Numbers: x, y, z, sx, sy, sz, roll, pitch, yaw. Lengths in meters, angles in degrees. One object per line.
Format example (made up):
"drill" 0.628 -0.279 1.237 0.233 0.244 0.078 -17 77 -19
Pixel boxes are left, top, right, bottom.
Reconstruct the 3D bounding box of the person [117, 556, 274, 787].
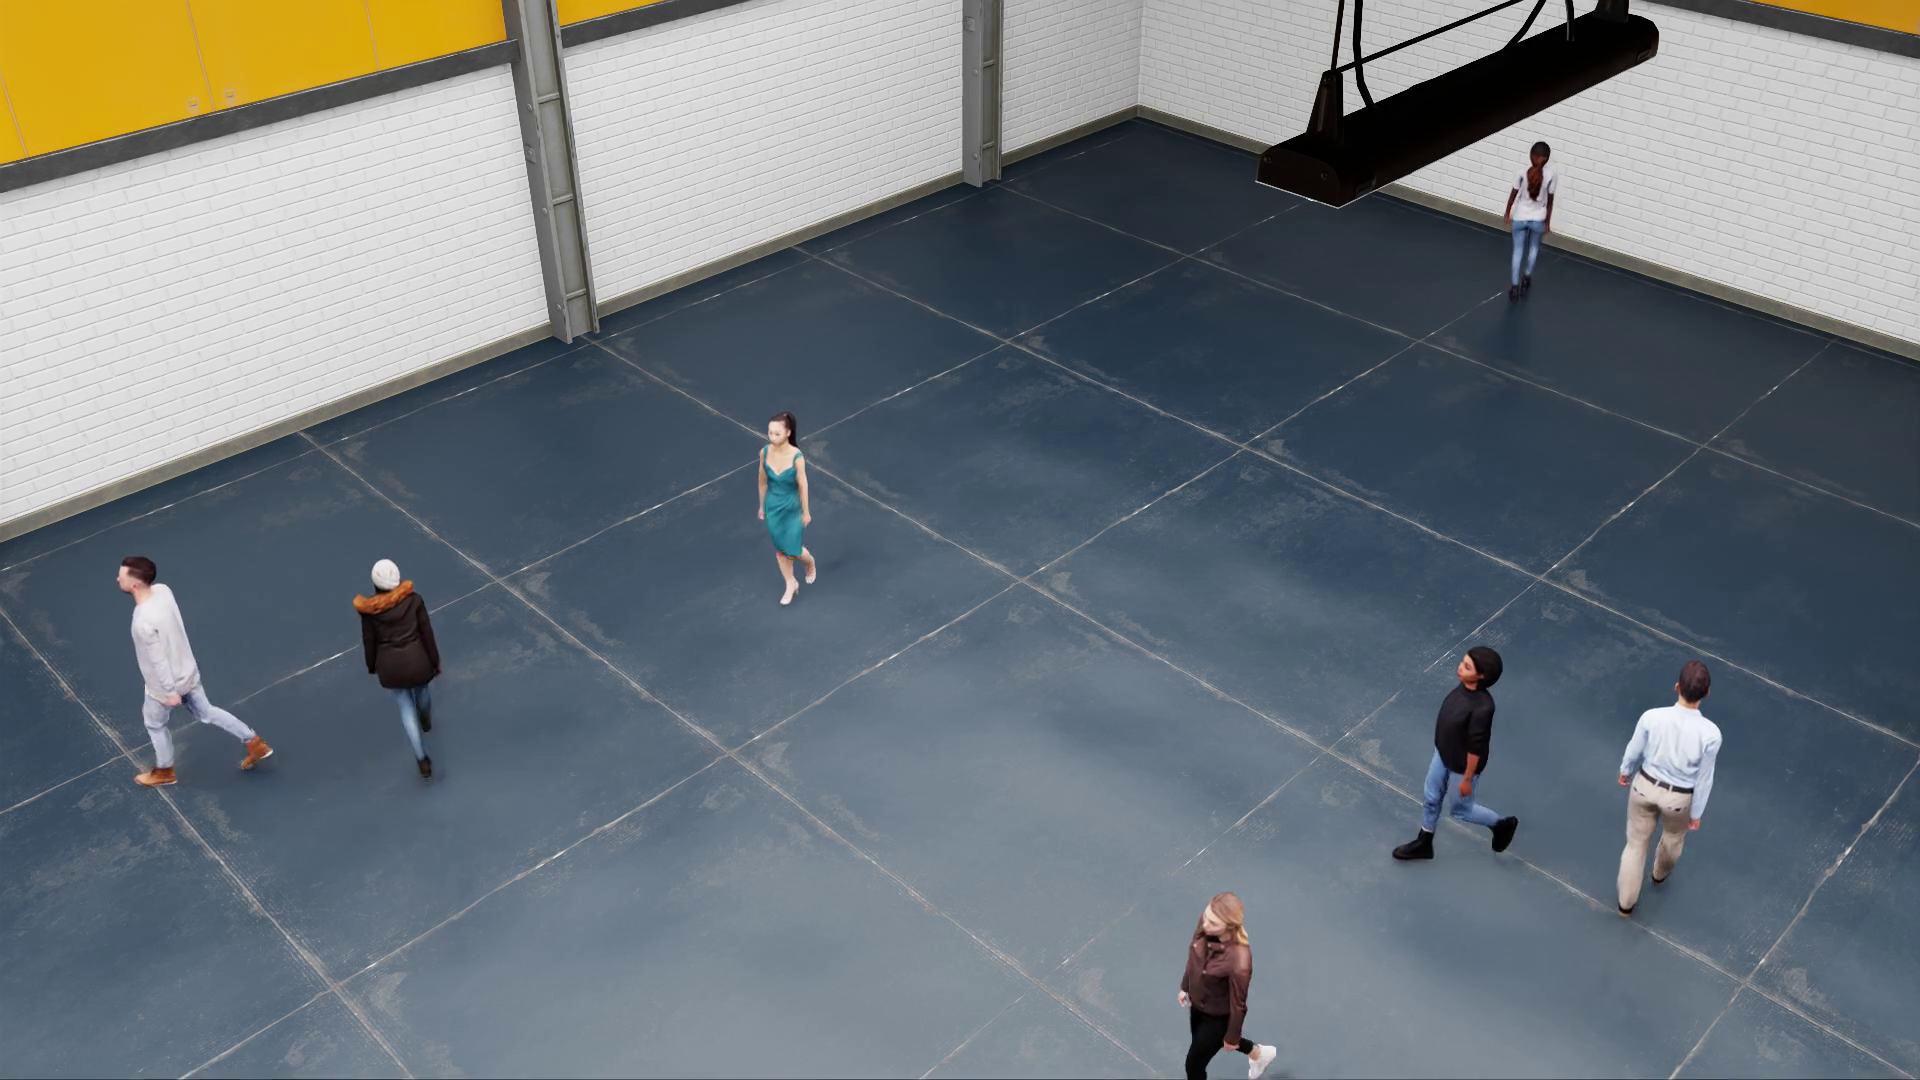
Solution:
"person" -5.123 0.879 11.006 1.262 1.810 1.153 -3 34 -4

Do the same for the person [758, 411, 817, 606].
"person" -1.309 -0.261 12.842 0.671 1.676 0.758 14 36 20

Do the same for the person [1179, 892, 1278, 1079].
"person" 1.400 2.448 8.759 1.073 1.684 0.887 -11 35 -16

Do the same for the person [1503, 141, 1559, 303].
"person" 5.946 -3.303 17.384 0.811 1.715 0.898 9 35 13

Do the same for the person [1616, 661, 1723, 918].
"person" 4.198 1.562 9.967 0.822 1.822 1.018 18 38 25

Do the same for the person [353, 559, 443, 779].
"person" -3.737 0.877 11.202 1.062 1.596 0.939 -12 36 -18

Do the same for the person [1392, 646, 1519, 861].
"person" 3.194 1.381 10.371 1.059 1.677 0.929 -4 34 -6
